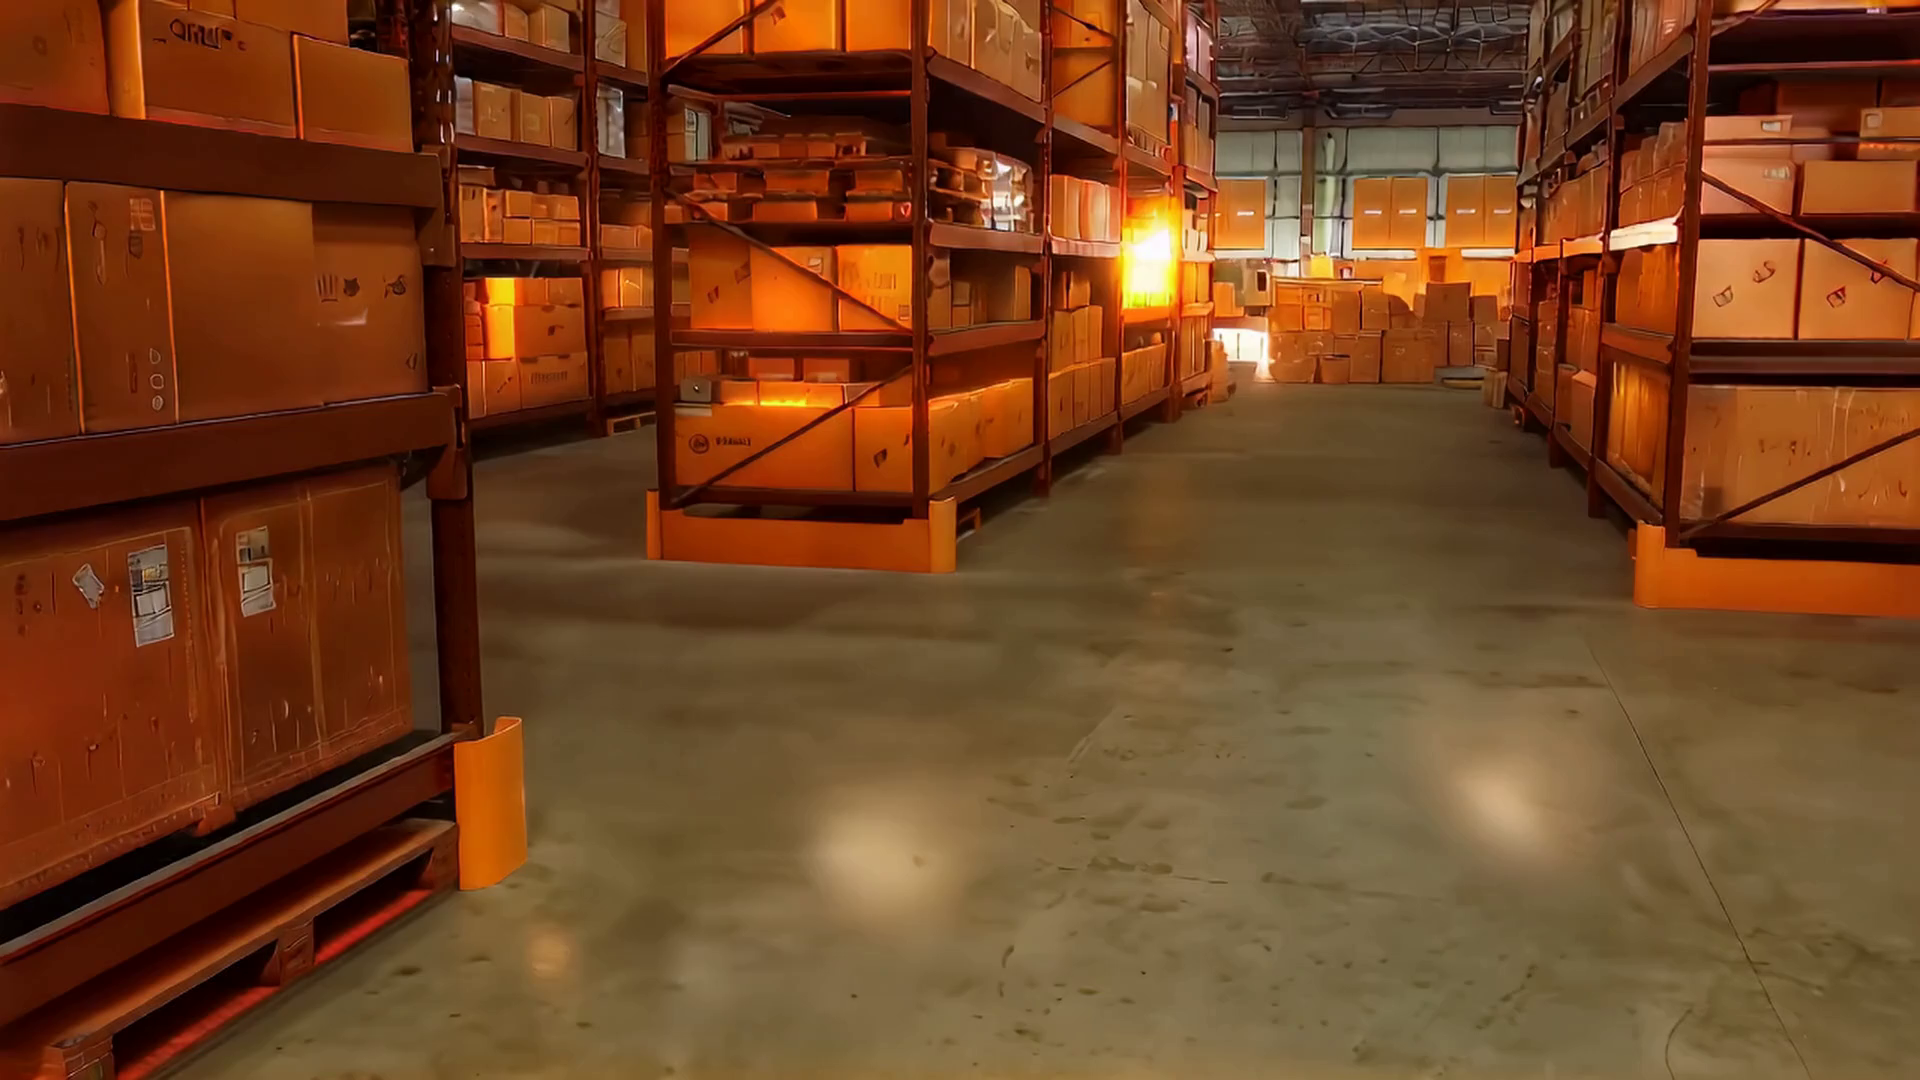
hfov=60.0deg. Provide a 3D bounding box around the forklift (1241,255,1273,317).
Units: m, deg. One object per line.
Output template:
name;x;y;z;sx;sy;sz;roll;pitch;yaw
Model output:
forklift;10.551;-8.662;58.805;1.129;2.768;1.873;2;9;15

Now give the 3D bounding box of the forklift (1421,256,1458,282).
forklift;12.201;-6.084;42.428;1.129;2.768;1.873;2;9;15

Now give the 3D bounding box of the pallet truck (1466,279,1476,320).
pallet truck;18.896;-8.459;60.307;1.885;1.965;0.823;5;10;31
